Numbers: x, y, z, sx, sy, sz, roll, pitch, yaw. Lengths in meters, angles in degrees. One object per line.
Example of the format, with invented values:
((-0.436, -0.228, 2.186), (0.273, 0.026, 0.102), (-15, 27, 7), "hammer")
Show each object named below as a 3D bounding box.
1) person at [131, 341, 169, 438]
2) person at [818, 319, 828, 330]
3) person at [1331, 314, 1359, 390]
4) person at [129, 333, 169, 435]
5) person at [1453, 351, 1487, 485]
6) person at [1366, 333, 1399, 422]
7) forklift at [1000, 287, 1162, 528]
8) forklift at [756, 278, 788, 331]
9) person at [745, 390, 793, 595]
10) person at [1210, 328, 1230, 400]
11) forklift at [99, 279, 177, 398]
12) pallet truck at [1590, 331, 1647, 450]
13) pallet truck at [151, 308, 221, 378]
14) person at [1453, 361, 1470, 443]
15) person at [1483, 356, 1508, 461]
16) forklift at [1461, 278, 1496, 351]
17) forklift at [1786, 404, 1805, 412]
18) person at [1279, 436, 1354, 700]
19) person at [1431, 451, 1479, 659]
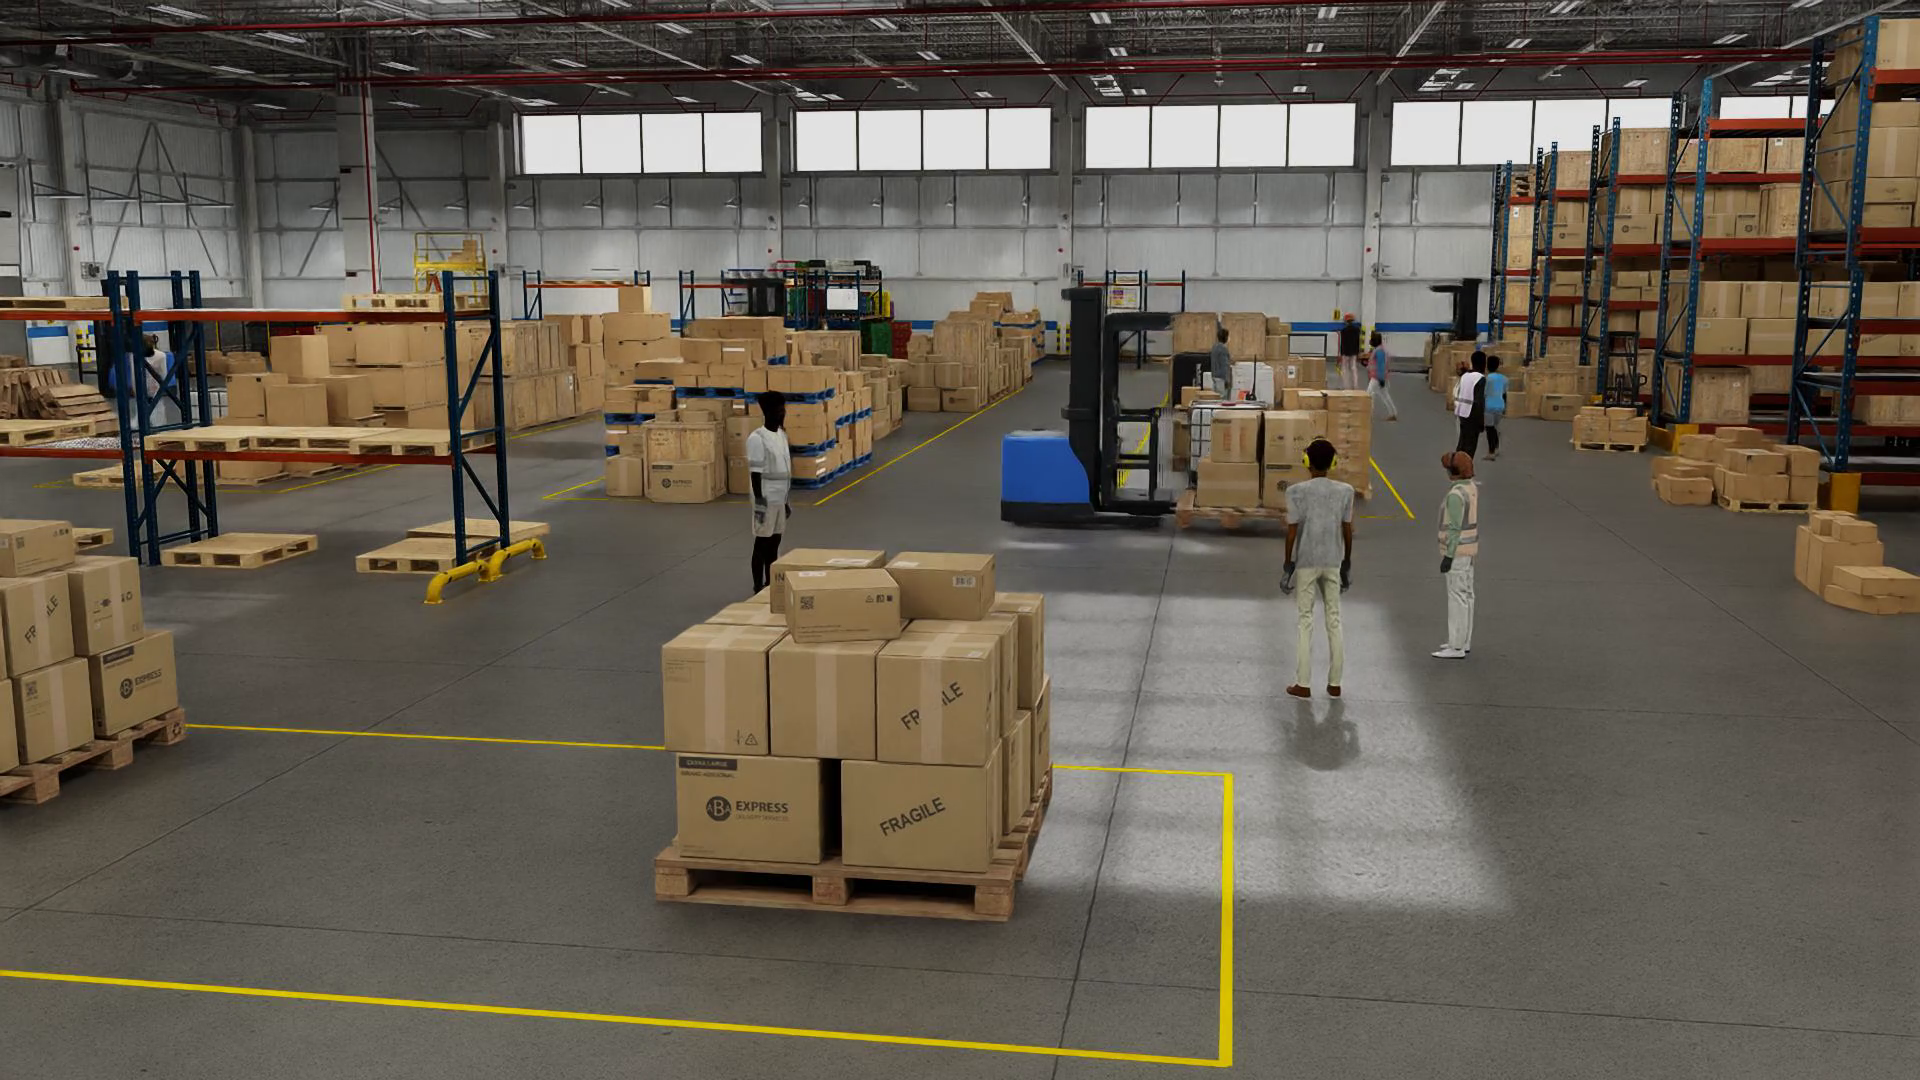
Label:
((-14.333, -2.610, 29.341), (0.811, 1.801, 0.633), (-8, 12, -39), "person")
((-3.162, -4.084, 37.998), (0.372, 1.939, 0.629), (4, 10, 23), "person")
((9.582, -4.611, 41.216), (0.655, 1.951, 0.793), (-5, 11, -29), "person")
((-14.788, -2.817, 30.323), (0.632, 1.898, 0.849), (-1, 9, -7), "person")
((7.250, -1.728, 23.600), (0.408, 1.906, 0.604), (-1, 9, -6), "person")
((8.388, -3.256, 33.364), (0.970, 1.793, 0.643), (2, 9, 13), "person")
((1.471, -1.604, 19.807), (1.873, 2.768, 1.129), (1, 9, 9), "forklift")
((-5.015, -5.605, 44.485), (1.873, 2.768, 1.129), (6, 11, 33), "forklift")
((-1.706, -0.373, 15.024), (0.369, 1.967, 0.600), (3, 10, 20), "person")
((4.983, -3.069, 31.738), (0.362, 1.939, 0.635), (-2, 9, -13), "person")
((-19.606, -4.720, 39.027), (1.873, 2.768, 1.129), (1, 9, 9), "forklift")
((11.253, -2.573, 28.499), (0.823, 1.965, 1.885), (5, 10, 27), "pallet truck")
((-21.869, -5.598, 47.154), (0.823, 1.965, 1.885), (4, 10, 26), "pallet truck")
((7.863, -1.987, 26.015), (0.323, 1.631, 0.523), (0, 9, 2), "person")
((8.486, -2.104, 26.600), (0.534, 1.681, 0.477), (-4, 10, -25), "person")
((13.641, -5.611, 44.519), (1.873, 2.768, 1.129), (1, 9, 9), "forklift")
((18.510, -4.209, 35.873), (1.129, 2.768, 1.873), (1, 9, 9), "forklift")
((2.518, 0.203, 11.769), (0.521, 1.873, 0.335), (-1, 9, -3), "person")
((3.897, 0.114, 13.028), (0.310, 1.639, 0.514), (5, 11, 30), "person")
